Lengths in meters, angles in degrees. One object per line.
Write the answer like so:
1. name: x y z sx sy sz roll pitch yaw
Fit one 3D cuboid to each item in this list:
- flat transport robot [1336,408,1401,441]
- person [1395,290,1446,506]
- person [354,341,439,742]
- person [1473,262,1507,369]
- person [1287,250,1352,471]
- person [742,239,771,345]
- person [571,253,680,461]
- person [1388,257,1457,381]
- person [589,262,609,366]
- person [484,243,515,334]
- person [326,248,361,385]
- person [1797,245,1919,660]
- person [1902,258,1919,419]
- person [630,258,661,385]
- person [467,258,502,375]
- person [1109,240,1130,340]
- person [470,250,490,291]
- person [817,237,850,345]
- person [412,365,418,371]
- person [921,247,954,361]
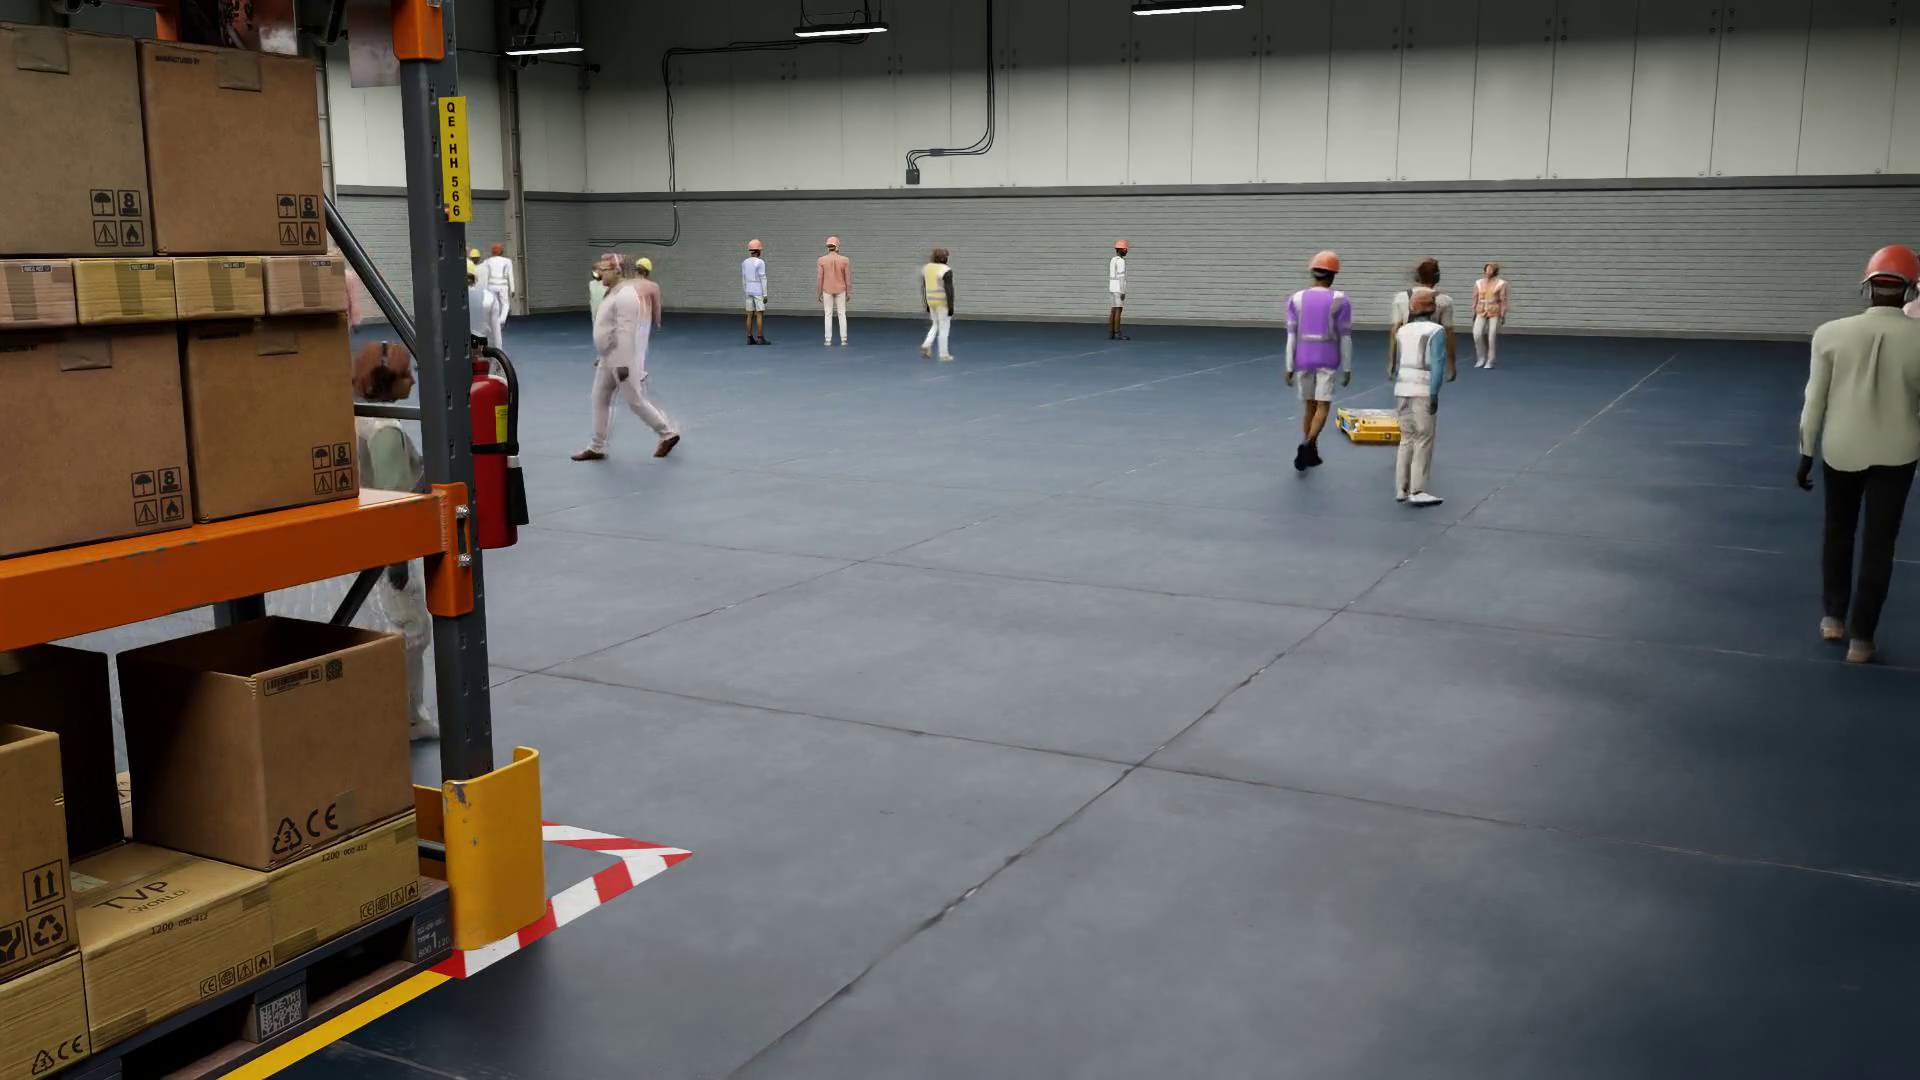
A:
1. flat transport robot: 4.211 -1.176 16.781 0.652 0.197 1.431 1 10 5
2. person: 3.478 -1.072 12.567 0.397 1.605 0.644 -4 11 -23
3. person: -2.268 0.037 6.491 0.491 1.623 0.518 -5 12 -27
4. person: 7.988 -3.387 25.134 0.537 1.617 0.511 8 13 37
5. person: 3.058 -1.526 14.284 0.558 1.912 0.858 6 12 28
6. person: -3.761 -4.565 30.708 0.546 1.942 0.353 8 13 36
7. person: -3.026 -1.650 15.009 0.941 1.869 0.654 -5 12 -26
8. person: 4.130 -1.576 14.731 0.555 1.820 0.750 7 12 34
9. person: -5.536 -3.529 25.940 0.513 1.613 0.546 6 12 28
10. person: -9.424 -5.128 33.980 0.614 1.867 0.545 -1 10 -3
11. person: -8.340 -2.940 22.109 0.652 1.848 1.039 4 11 19
12. person: 4.466 -0.433 8.103 0.647 1.962 0.819 7 13 35
13. person: 10.597 -2.249 18.497 0.433 1.807 0.763 1 10 7
14. person: -4.373 -2.986 22.722 0.576 1.692 0.893 0 10 -2
15. person: -4.708 -1.802 16.002 0.606 1.818 0.571 -3 11 -17
16. person: 3.088 -4.842 32.238 0.375 1.934 0.547 -3 11 -14
17. person: -10.282 -5.322 35.464 0.515 1.710 0.948 1 10 4
18. person: -2.323 -4.576 30.632 0.613 1.991 0.392 -1 10 -5
19. person: -7.317 -3.231 23.655 0.971 1.854 0.662 -6 12 -30
20. person: -0.326 -3.778 26.710 0.457 1.833 0.646 -10 14 -42
